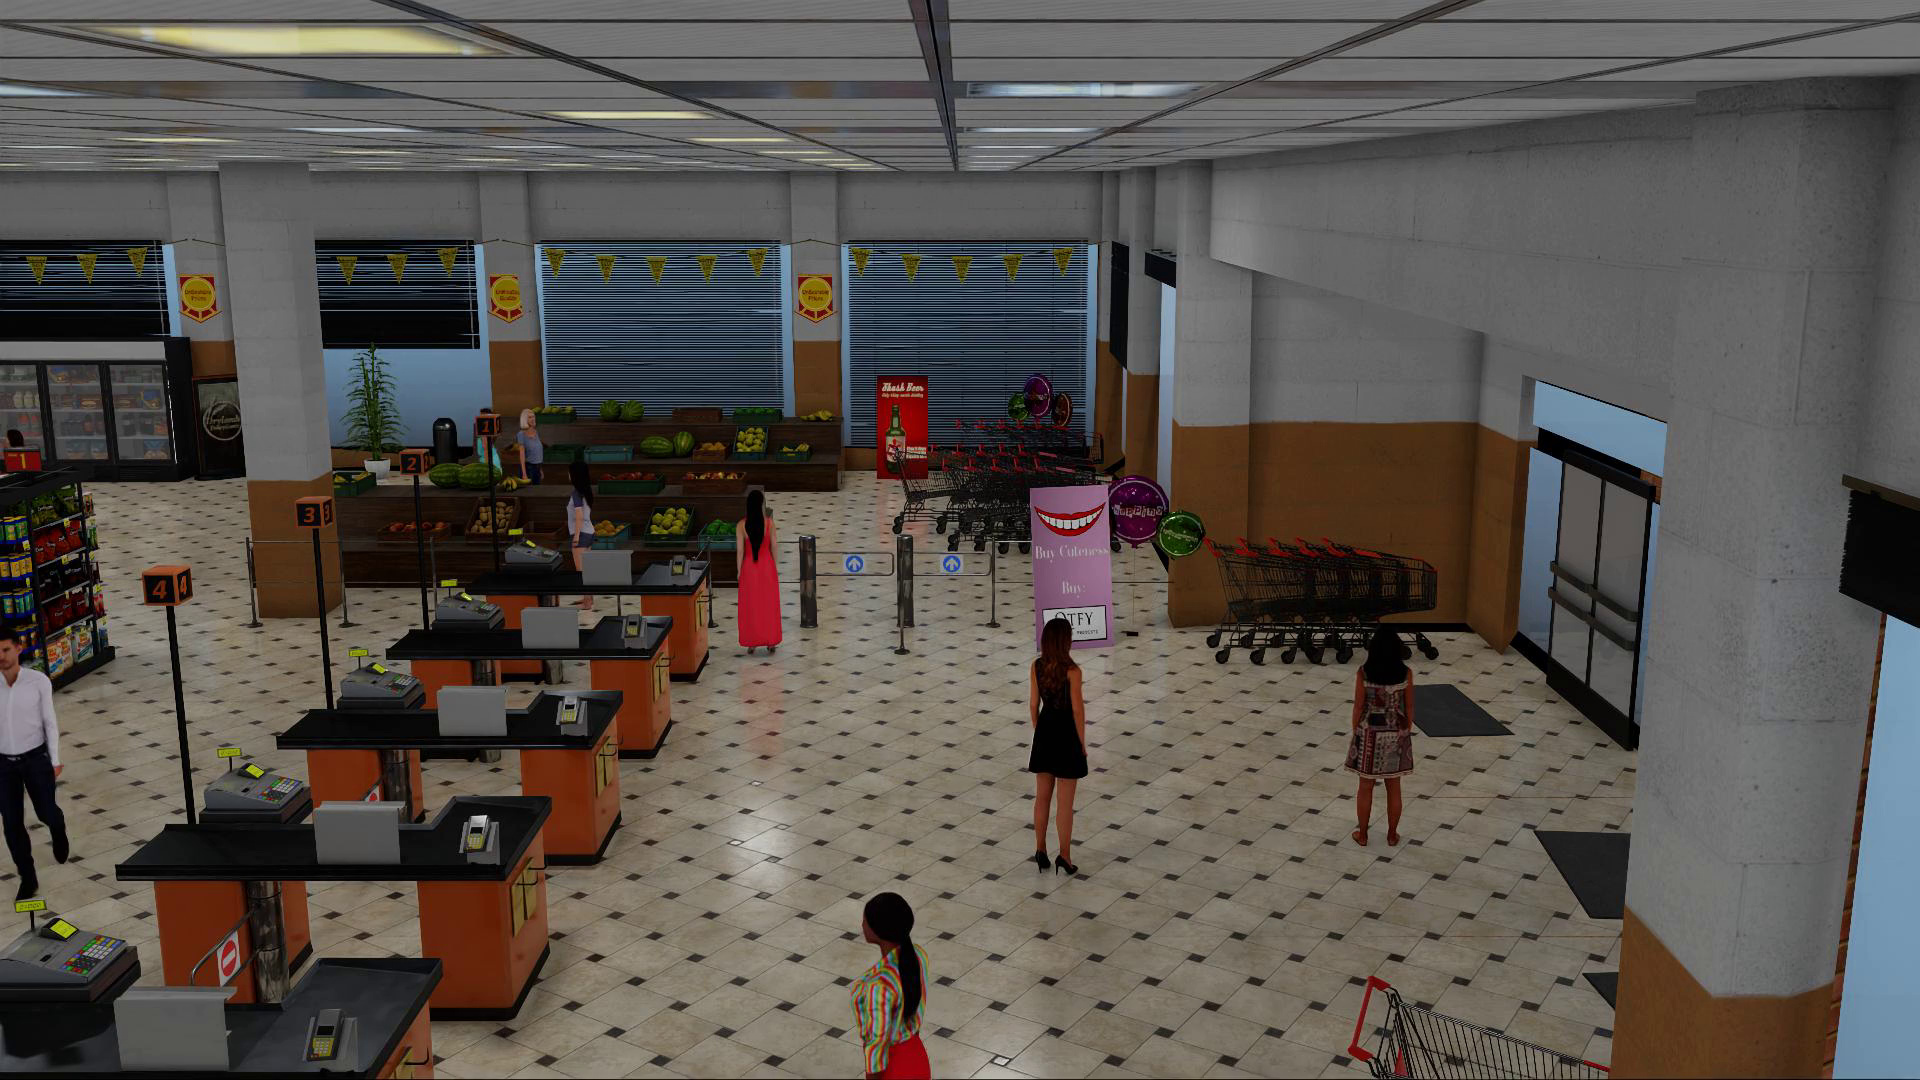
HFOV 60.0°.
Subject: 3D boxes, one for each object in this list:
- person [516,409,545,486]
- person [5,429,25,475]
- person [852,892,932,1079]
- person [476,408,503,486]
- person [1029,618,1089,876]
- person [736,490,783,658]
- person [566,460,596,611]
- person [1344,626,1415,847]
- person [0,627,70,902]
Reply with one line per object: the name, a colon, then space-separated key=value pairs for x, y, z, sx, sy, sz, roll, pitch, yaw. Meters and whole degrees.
person: x=-6.008 y=-0.973 z=23.216 sx=0.629 sy=1.722 sz=0.651 roll=5 pitch=13 yaw=21
person: x=-12.963 y=-0.794 z=22.994 sx=0.878 sy=1.462 sz=0.715 roll=-3 pitch=12 yaw=-15
person: x=-0.261 y=2.365 z=7.204 sx=0.695 sy=1.786 sz=0.687 roll=7 pitch=14 yaw=28
person: x=-6.895 y=-1.160 z=24.543 sx=0.846 sy=1.540 sz=0.699 roll=4 pitch=13 yaw=19
person: x=0.669 y=1.431 z=11.524 sx=0.627 sy=1.835 sz=0.722 roll=8 pitch=14 yaw=32
person: x=-2.063 y=0.333 z=17.002 sx=0.588 sy=1.727 sz=0.730 roll=-3 pitch=12 yaw=-14
person: x=-4.312 y=-0.067 z=18.948 sx=0.521 sy=1.706 sz=0.588 roll=0 pitch=12 yaw=-1
person: x=3.054 y=1.415 z=12.058 sx=0.472 sy=1.645 sz=0.716 roll=1 pitch=12 yaw=3
person: x=-6.343 y=1.478 z=11.281 sx=1.014 sy=1.842 sz=0.863 roll=-3 pitch=12 yaw=-16
